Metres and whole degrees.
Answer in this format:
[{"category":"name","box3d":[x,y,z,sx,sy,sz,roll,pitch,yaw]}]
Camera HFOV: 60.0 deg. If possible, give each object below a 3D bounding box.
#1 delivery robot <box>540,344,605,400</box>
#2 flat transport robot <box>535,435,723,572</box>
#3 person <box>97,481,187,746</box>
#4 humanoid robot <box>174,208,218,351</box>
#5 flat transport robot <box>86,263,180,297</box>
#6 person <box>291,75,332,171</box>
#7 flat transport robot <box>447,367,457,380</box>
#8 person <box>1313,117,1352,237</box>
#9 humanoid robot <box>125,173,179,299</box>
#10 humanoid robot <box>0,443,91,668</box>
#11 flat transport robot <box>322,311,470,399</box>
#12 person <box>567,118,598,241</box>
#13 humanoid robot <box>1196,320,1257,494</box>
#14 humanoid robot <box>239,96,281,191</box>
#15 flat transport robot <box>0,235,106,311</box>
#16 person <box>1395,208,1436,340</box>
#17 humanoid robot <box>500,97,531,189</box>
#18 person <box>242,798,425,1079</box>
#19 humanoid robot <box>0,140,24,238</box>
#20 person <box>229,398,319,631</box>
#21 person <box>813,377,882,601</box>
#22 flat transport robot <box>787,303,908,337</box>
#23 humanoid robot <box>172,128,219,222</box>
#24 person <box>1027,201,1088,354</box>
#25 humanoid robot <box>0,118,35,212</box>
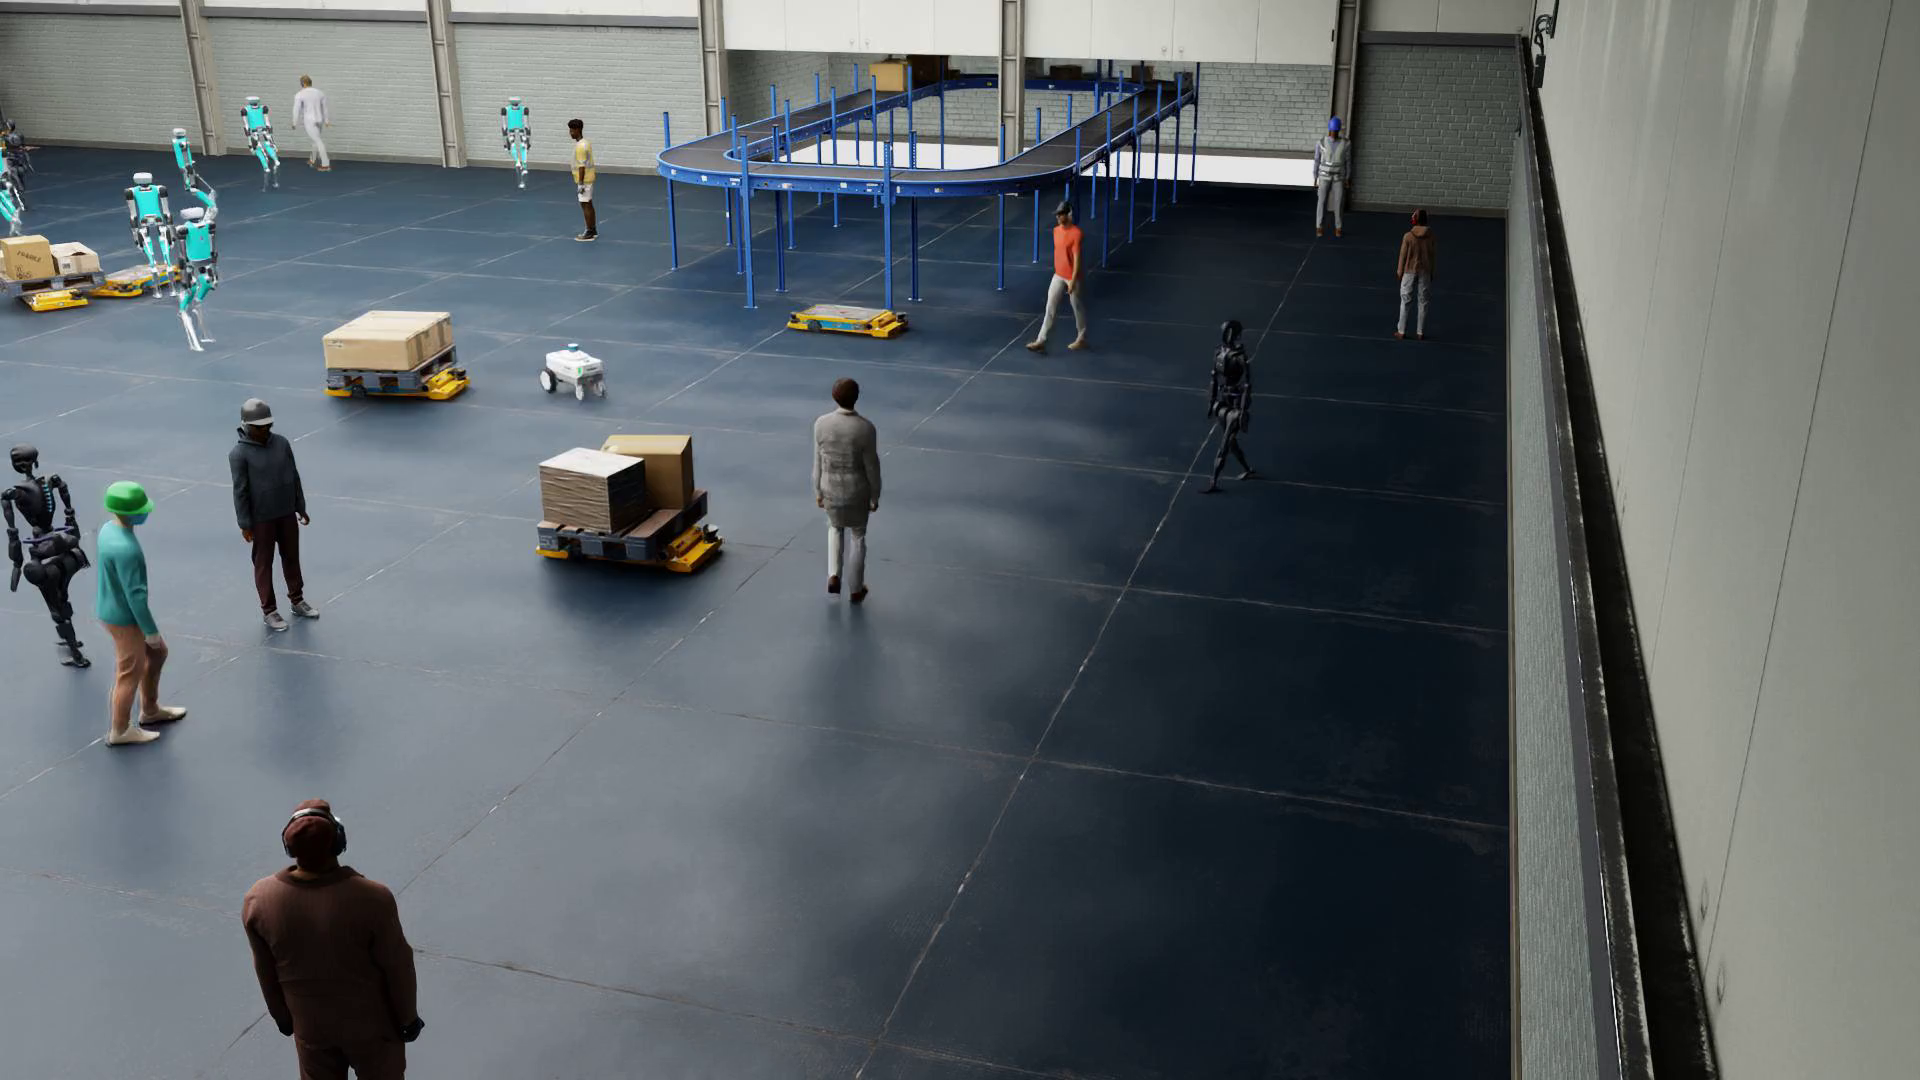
[{"category":"delivery robot","box3d":[-4.340,-1.911,18.727,0.787,0.587,0.499,20,28,41]},{"category":"flat transport robot","box3d":[-2.815,0.015,14.139,1.431,0.231,0.659,6,22,15]},{"category":"person","box3d":[-5.362,0.483,10.760,0.600,1.827,0.529,-11,24,-27]},{"category":"humanoid robot","box3d":[-9.518,-3.216,20.513,0.799,1.794,0.531,10,23,25]},{"category":"flat transport robot","box3d":[-11.762,-3.726,23.841,0.659,0.231,1.431,4,21,10]},{"category":"person","box3d":[-13.313,-8.541,34.081,1.018,1.873,0.657,14,25,32]},{"category":"flat transport robot","box3d":[-6.383,-1.967,19.280,0.659,0.231,1.431,-17,27,-36]},{"category":"person","box3d":[6.109,-5.961,27.328,0.619,1.932,0.415,3,21,7]},{"category":"humanoid robot","box3d":[-10.947,-4.104,22.596,0.533,1.677,0.735,-10,23,-24]},{"category":"humanoid robot","box3d":[-6.566,0.110,11.943,0.499,1.642,0.610,8,22,19]},{"category":"flat transport robot","box3d":[-6.357,-1.777,18.786,1.431,0.231,0.659,2,21,5]},{"category":"person","box3d":[-6.115,-5.848,27.001,0.377,1.958,0.603,-2,21,-4]},{"category":"humanoid robot","box3d":[2.559,-1.268,15.579,0.771,1.634,0.616,-11,24,-26]},{"category":"humanoid robot","box3d":[-13.162,-7.468,31.550,0.806,1.803,0.530,17,27,38]},{"category":"flat transport robot","box3d":[-12.594,-3.433,23.083,0.659,0.231,1.431,-16,26,-36]},{"category":"person","box3d":[5.736,-3.333,20.908,0.463,1.648,0.326,1,21,2]},{"category":"humanoid robot","box3d":[-8.347,-7.481,31.512,0.557,1.731,0.969,-11,23,-25]},{"category":"person","box3d":[-2.543,1.930,6.893,0.640,1.913,0.411,1,21,2]},{"category":"humanoid robot","box3d":[-15.050,-5.446,26.385,0.809,1.847,0.558,9,23,22]},{"category":"person","box3d":[-5.208,-0.208,12.582,0.377,1.808,0.543,15,26,34]},{"category":"person","box3d":[-0.870,-0.385,13.030,0.550,1.814,0.420,4,21,9]},{"category":"flat transport robot","box3d":[-1.460,-2.844,21.555,1.431,0.231,0.659,8,23,20]},{"category":"humanoid robot","box3d":[-12.514,-5.913,27.409,0.676,1.744,0.535,-14,25,-33]},{"category":"person","box3d":[1.248,-3.177,20.203,0.983,1.855,0.501,-19,28,-40]},{"category":"humanoid robot","box3d":[-16.866,-6.675,29.573,0.697,1.633,0.589,7,22,17]}]
